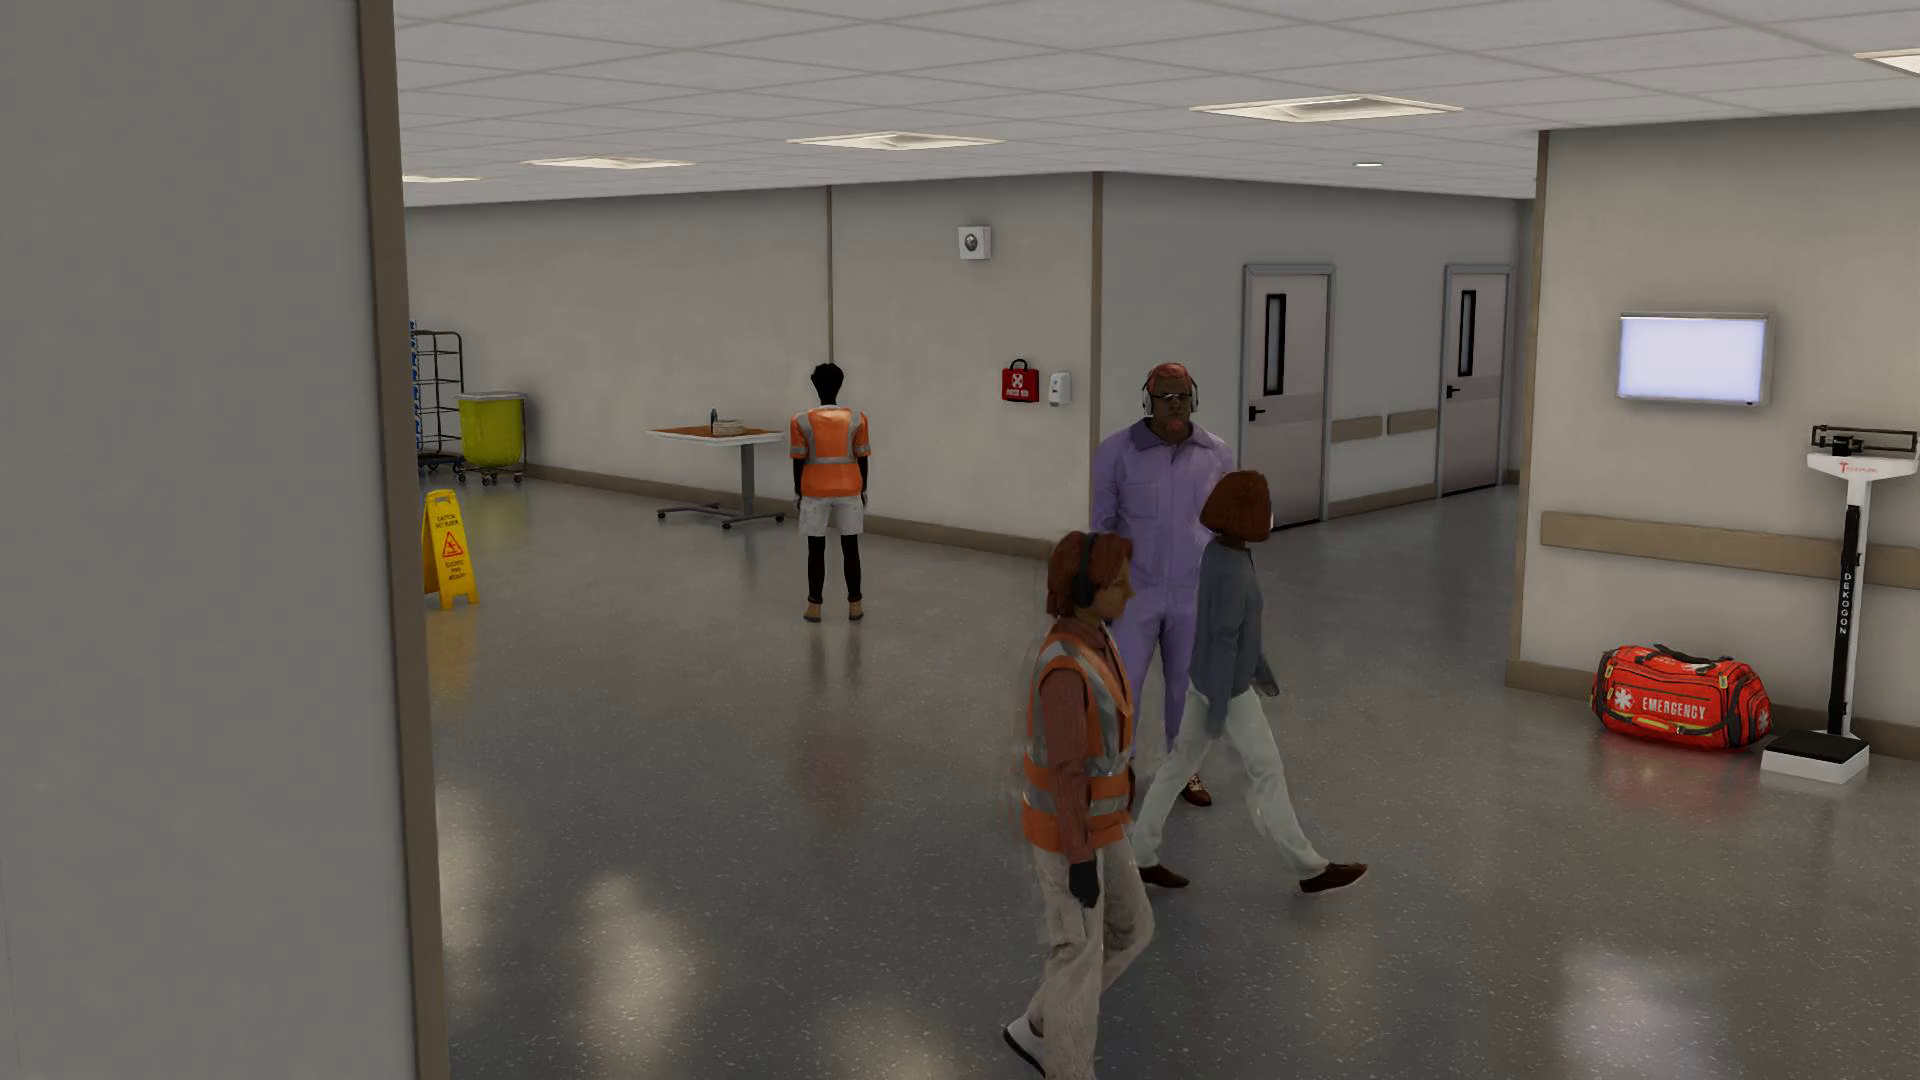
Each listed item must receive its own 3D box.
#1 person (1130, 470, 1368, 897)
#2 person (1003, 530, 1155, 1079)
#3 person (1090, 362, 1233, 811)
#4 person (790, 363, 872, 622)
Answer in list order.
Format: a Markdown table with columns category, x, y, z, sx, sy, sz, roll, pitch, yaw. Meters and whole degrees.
| category | x | y | z | sx | sy | sz | roll | pitch | yaw |
| --- | --- | --- | --- | --- | --- | --- | --- | --- | --- |
| person | 1.016 | 0.531 | 6.046 | 0.891 | 1.581 | 0.507 | 0 | 9 | -1 |
| person | 0.340 | 0.775 | 4.407 | 0.369 | 1.622 | 0.537 | 2 | 10 | 14 |
| person | 0.870 | 0.202 | 7.082 | 0.636 | 1.911 | 0.404 | -2 | 9 | -10 |
| person | -0.841 | -0.304 | 10.833 | 0.532 | 1.696 | 0.318 | -2 | 9 | -10 |
